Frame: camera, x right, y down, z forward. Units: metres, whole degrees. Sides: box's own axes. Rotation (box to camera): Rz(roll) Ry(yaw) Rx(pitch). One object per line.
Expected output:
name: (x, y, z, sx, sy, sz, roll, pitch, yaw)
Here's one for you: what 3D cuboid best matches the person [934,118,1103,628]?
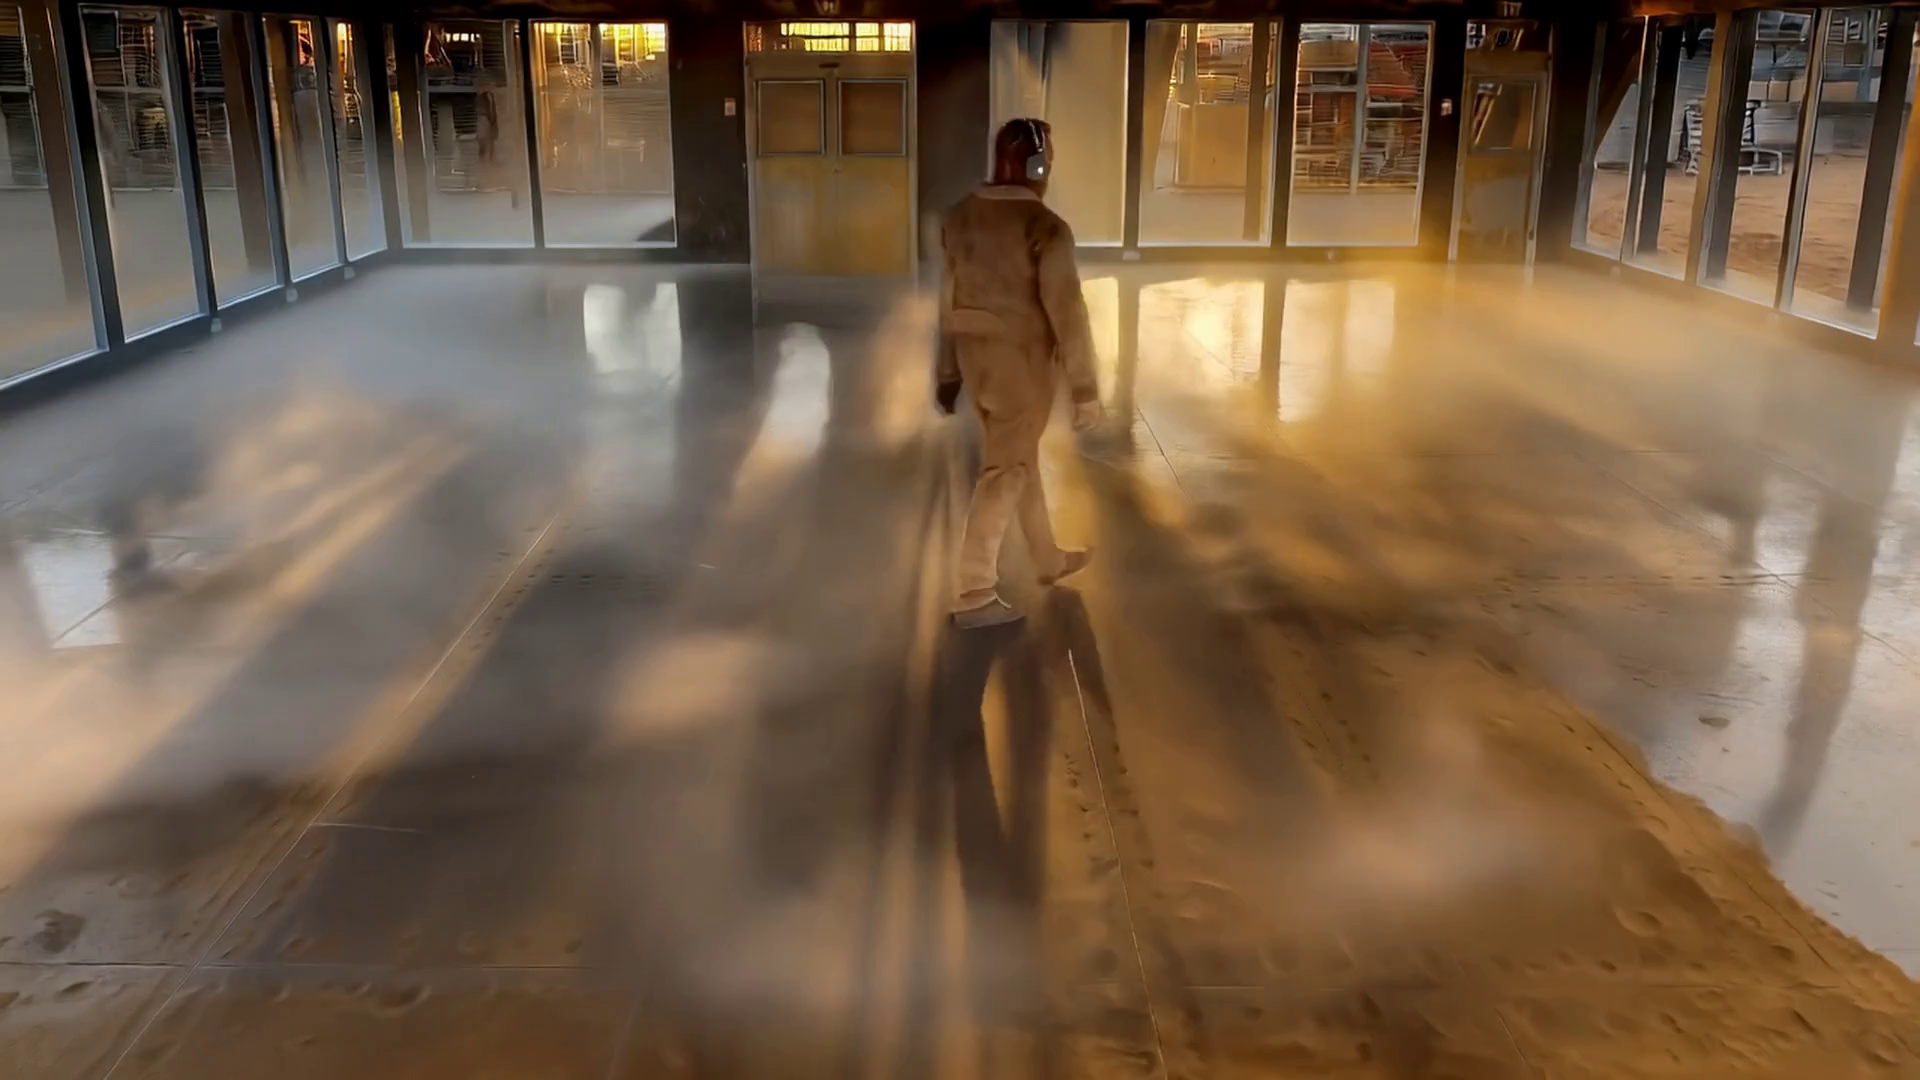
person: (0.305, -0.631, 6.300, 0.904, 1.871, 0.670, -11, 20, -34)
